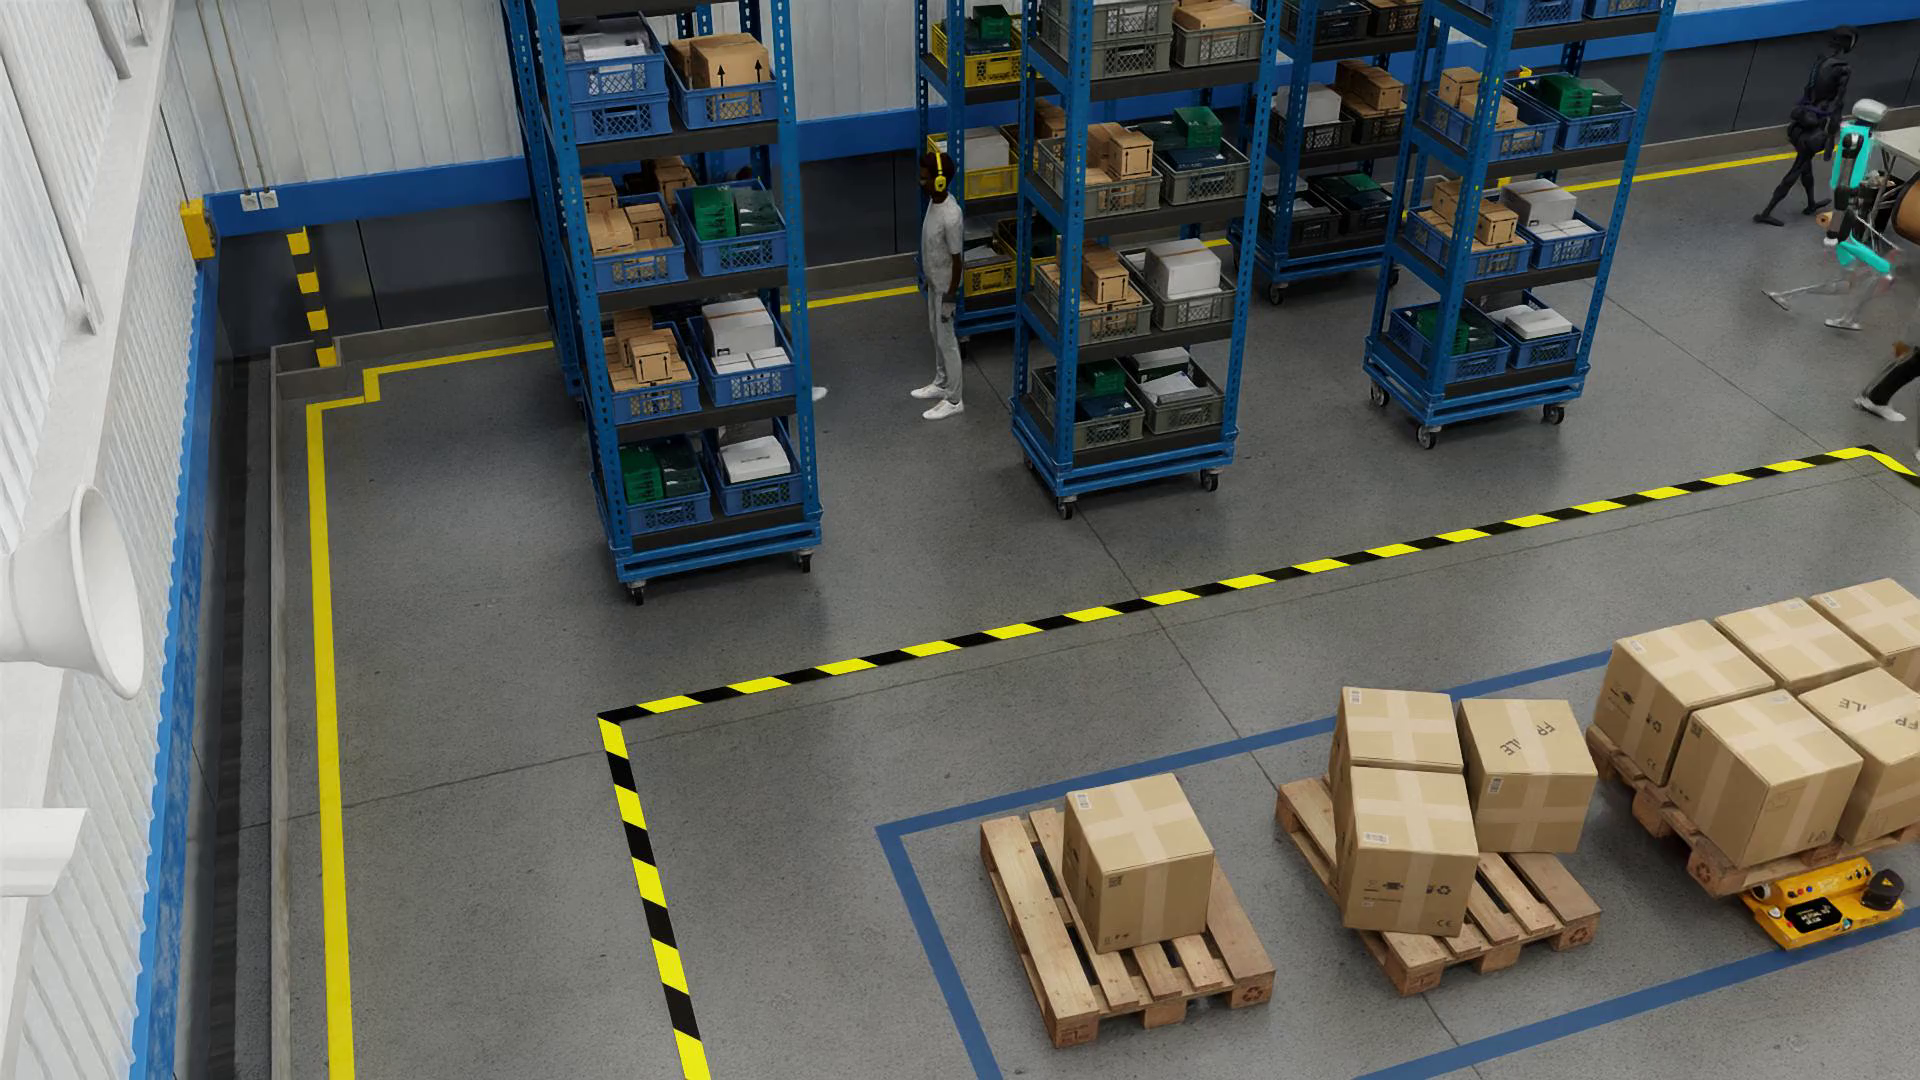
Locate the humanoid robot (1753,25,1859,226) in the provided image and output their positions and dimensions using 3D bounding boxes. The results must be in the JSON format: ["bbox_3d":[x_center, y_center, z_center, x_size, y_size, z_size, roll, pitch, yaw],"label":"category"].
[{"bbox_3d":[7.066,-3.408,13.685,0.730,1.621,0.593,-2,35,-3],"label":"humanoid robot"}]

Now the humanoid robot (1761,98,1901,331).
[{"bbox_3d":[6.489,-2.292,12.013,0.987,1.736,0.556,19,39,24],"label":"humanoid robot"}]

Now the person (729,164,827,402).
[{"bbox_3d":[-1.393,-1.591,10.974,0.990,1.813,0.528,-26,43,-32],"label":"person"}]

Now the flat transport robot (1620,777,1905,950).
[{"bbox_3d":[3.829,1.342,8.129,0.652,0.197,1.431,-11,37,-15],"label":"flat transport robot"}]

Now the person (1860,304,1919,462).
[{"bbox_3d":[6.344,-1.381,10.708,0.613,1.784,0.903,-16,38,-21],"label":"person"}]

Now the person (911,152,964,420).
[{"bbox_3d":[-0.144,-1.684,11.055,0.315,1.869,0.533,-9,36,-13],"label":"person"}]
